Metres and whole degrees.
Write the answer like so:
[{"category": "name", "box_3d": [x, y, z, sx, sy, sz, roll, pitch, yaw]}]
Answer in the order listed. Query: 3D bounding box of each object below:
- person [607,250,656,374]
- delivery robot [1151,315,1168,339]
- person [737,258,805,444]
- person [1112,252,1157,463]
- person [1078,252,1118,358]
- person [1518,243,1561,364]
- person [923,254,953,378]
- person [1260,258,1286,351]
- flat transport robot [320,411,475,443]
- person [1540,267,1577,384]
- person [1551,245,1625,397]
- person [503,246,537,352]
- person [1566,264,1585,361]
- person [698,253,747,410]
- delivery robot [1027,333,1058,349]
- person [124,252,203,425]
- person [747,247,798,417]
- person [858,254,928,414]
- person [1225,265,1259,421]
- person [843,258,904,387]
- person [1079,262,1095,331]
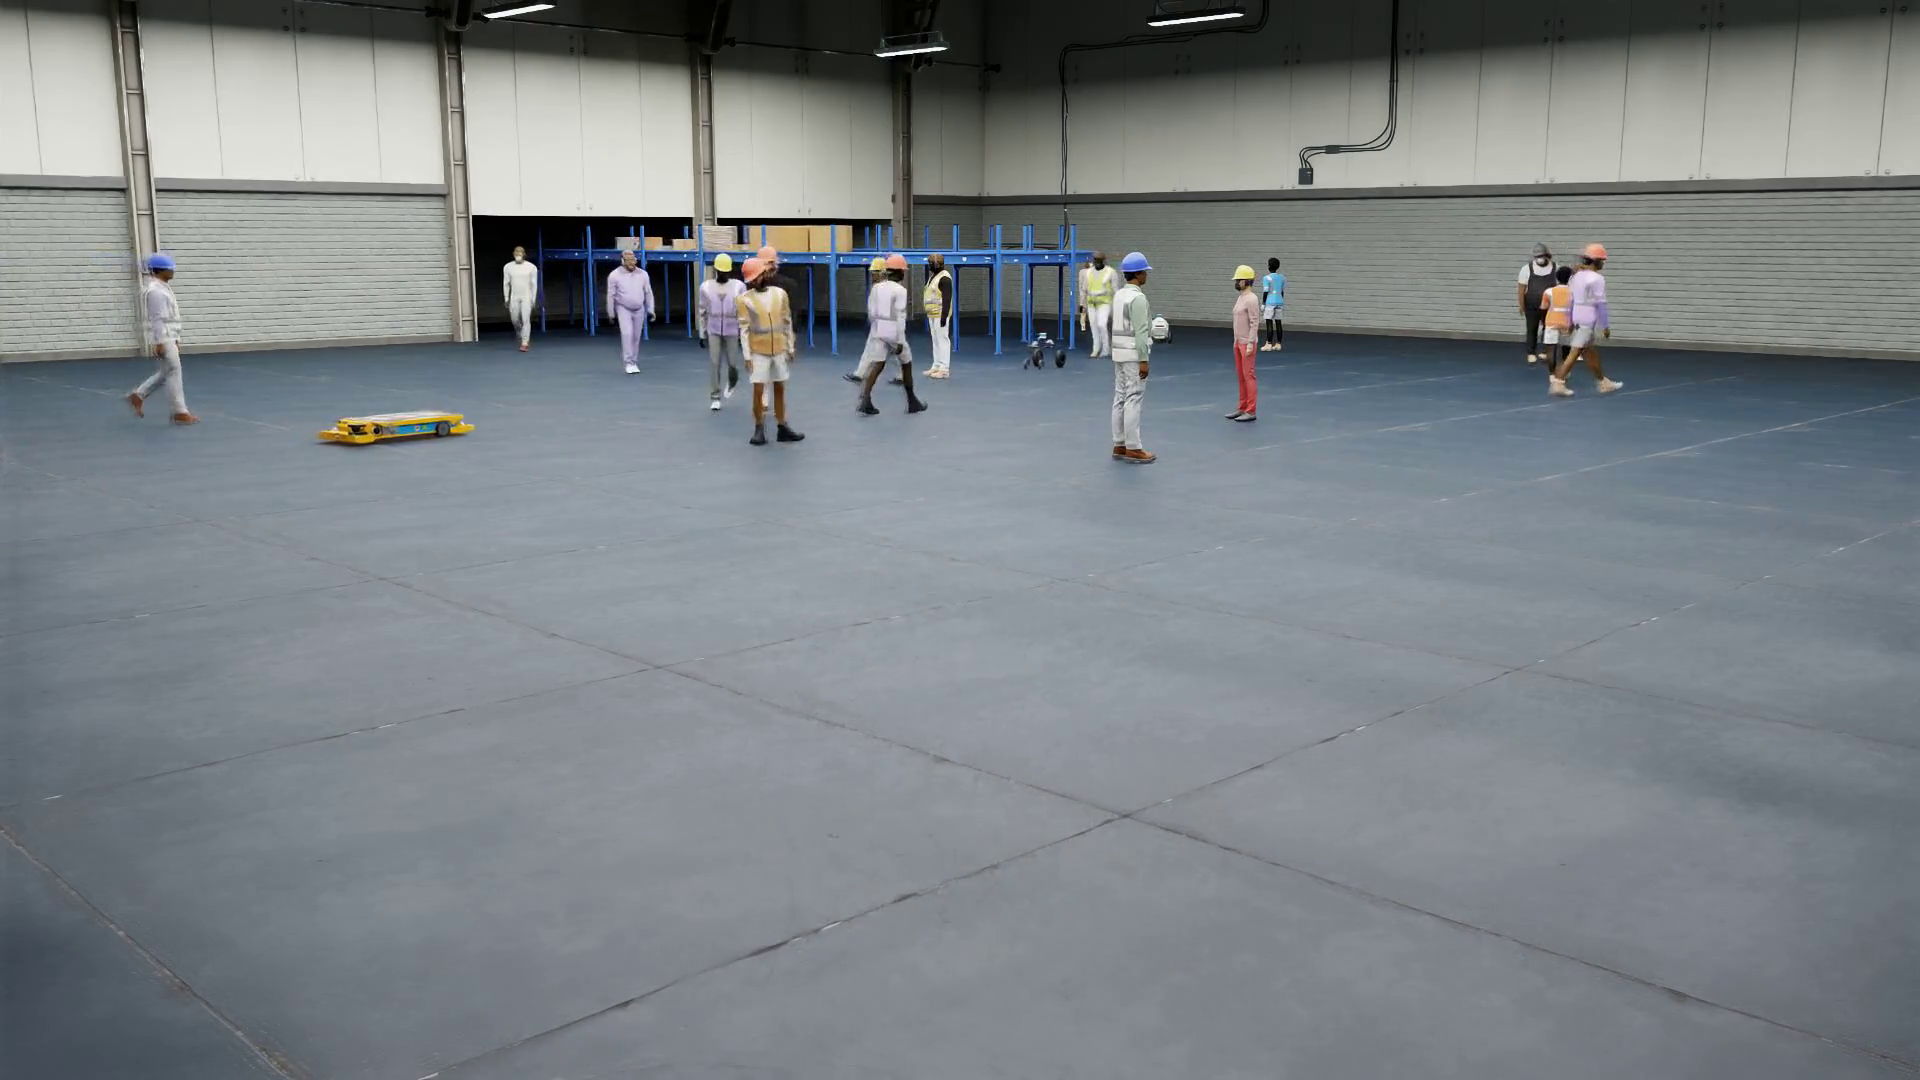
[{"category": "person", "box_3d": [-4.976, -3.463, 25.355, 0.657, 1.873, 0.865, -7, 12, -32]}, {"category": "delivery robot", "box_3d": [3.970, -4.242, 33.073, 0.477, 0.478, 0.707, 1, 11, 7]}, {"category": "person", "box_3d": [-1.891, -1.921, 16.967, 0.755, 1.889, 0.363, -6, 12, -30]}, {"category": "person", "box_3d": [1.618, -1.716, 15.631, 0.379, 1.950, 0.608, -3, 11, -17]}, {"category": "person", "box_3d": [2.399, -4.066, 28.793, 0.645, 1.823, 0.479, 7, 12, 33]}, {"category": "person", "box_3d": [9.601, -3.918, 27.511, 0.718, 2.000, 1.044, 4, 11, 19]}, {"category": "person", "box_3d": [-0.334, -3.348, 24.845, 0.430, 1.839, 0.619, -3, 11, -18]}, {"category": "person", "box_3d": [5.733, -4.315, 30.493, 0.531, 1.697, 0.320, -7, 12, -33]}, {"category": "flat transport robot", "box_3d": [-5.921, -1.206, 17.550, 0.652, 0.197, 1.431, 8, 13, 38]}, {"category": "person", "box_3d": [8.595, -3.072, 23.807, 0.557, 1.649, 0.847, 5, 11, 25]}, {"category": "person", "box_3d": [8.303, -2.875, 21.866, 1.068, 1.982, 0.628, -1, 10, -8]}, {"category": "person", "box_3d": [-8.068, -4.447, 30.624, 0.633, 1.920, 0.533, 0, 10, -1]}, {"category": "person", "box_3d": [10.450, -3.860, 28.202, 0.528, 1.621, 0.429, -3, 11, -16]}, {"category": "person", "box_3d": [-2.900, -2.567, 20.410, 0.612, 1.899, 0.662, -1, 10, -4]}, {"category": "delivery robot", "box_3d": [1.335, -3.218, 26.780, 0.335, 0.223, 0.698, 6, 12, 30]}, {"category": "person", "box_3d": [-9.017, -2.263, 18.684, 0.731, 1.931, 0.609, -3, 11, -16]}, {"category": "person", "box_3d": [-2.198, -2.416, 19.382, 0.650, 1.971, 0.630, 1, 10, 5]}, {"category": "person", "box_3d": [-0.829, -2.435, 19.724, 0.987, 1.893, 0.555, -10, 14, -44]}, {"category": "person", "box_3d": [3.244, -2.252, 19.059, 0.314, 1.767, 0.534, -2, 11, -9]}, {"category": "person", "box_3d": [-1.167, -3.028, 23.221, 0.912, 1.781, 0.623, -4, 11, -23]}, {"category": "person", "box_3d": [2.883, -5.477, 36.997, 0.500, 1.636, 0.286, -3, 11, -18]}]
